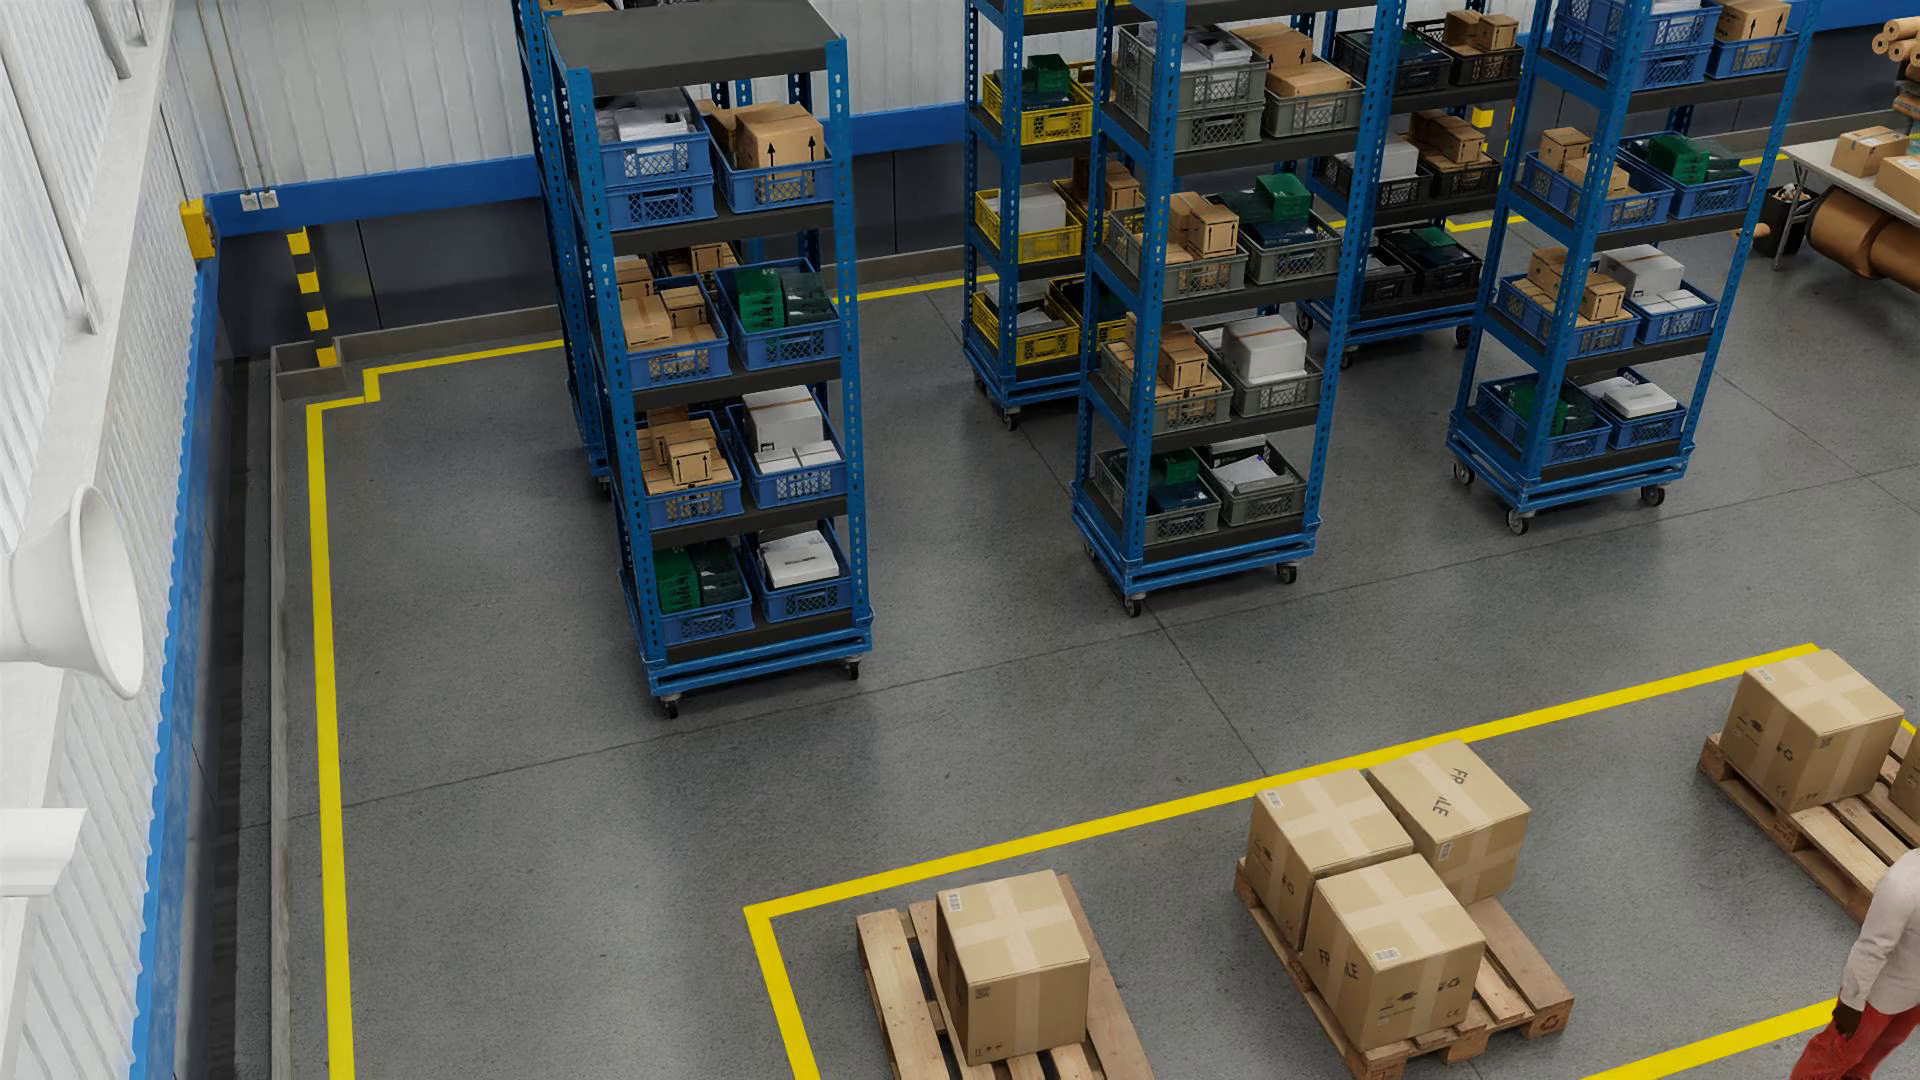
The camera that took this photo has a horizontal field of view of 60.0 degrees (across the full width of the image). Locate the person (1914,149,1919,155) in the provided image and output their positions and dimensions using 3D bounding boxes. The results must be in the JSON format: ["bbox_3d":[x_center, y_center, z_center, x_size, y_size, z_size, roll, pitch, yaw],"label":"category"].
[{"bbox_3d":[8.519,-3.818,14.207,0.879,1.720,0.540,-10,36,-13],"label":"person"}]

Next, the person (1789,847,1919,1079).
[{"bbox_3d":[3.540,1.650,6.220,0.610,1.994,0.392,-14,37,-19],"label":"person"}]
